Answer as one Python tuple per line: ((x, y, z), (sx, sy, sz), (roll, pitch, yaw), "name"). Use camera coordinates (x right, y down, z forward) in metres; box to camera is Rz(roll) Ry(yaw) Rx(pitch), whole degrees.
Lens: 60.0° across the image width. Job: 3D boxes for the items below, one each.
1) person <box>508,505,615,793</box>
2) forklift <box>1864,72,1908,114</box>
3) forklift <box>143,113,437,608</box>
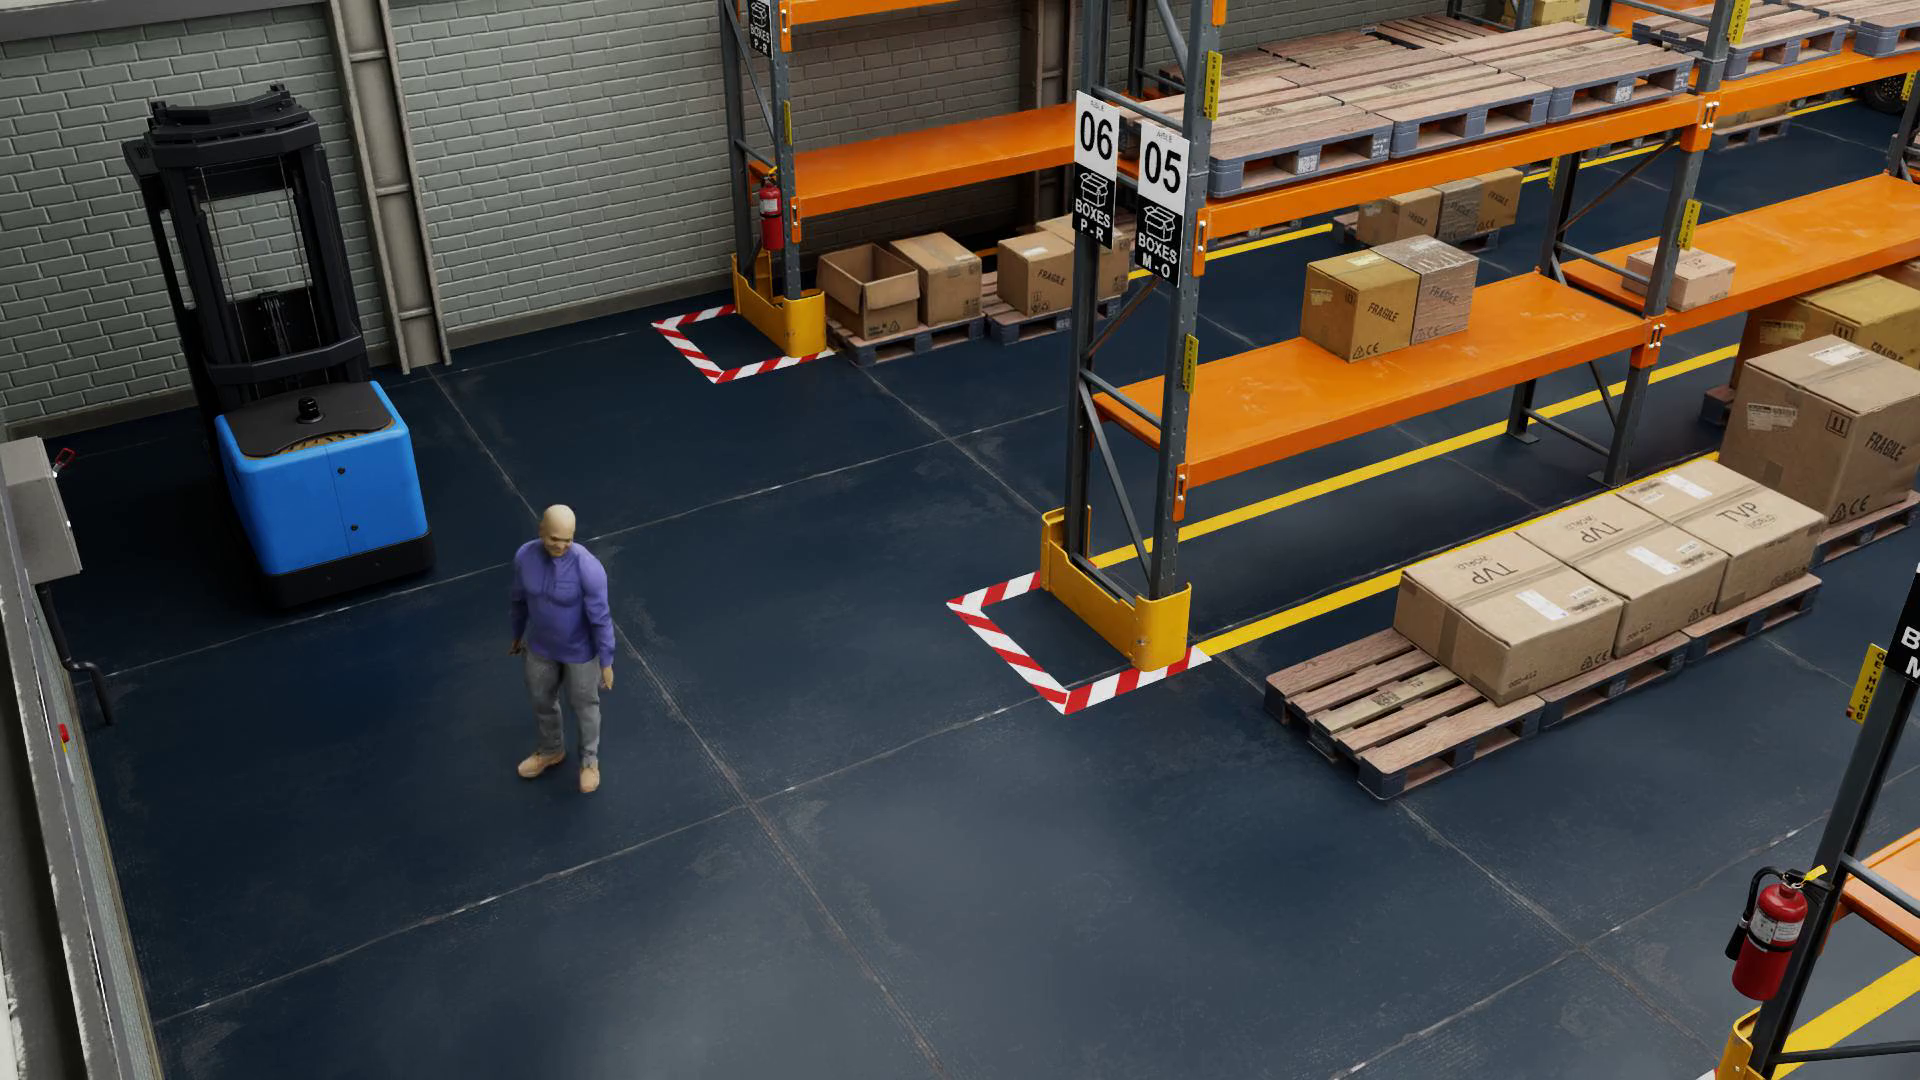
((-2.039, 0.550, 8.632), (0.642, 1.771, 0.374), (10, 33, 15), "person")
((11.468, -5.645, 18.244), (1.214, 2.155, 2.313), (-17, 36, -26), "forklift")
((-4.289, -1.259, 10.509), (1.129, 2.768, 1.873), (-17, 36, -26), "forklift")
